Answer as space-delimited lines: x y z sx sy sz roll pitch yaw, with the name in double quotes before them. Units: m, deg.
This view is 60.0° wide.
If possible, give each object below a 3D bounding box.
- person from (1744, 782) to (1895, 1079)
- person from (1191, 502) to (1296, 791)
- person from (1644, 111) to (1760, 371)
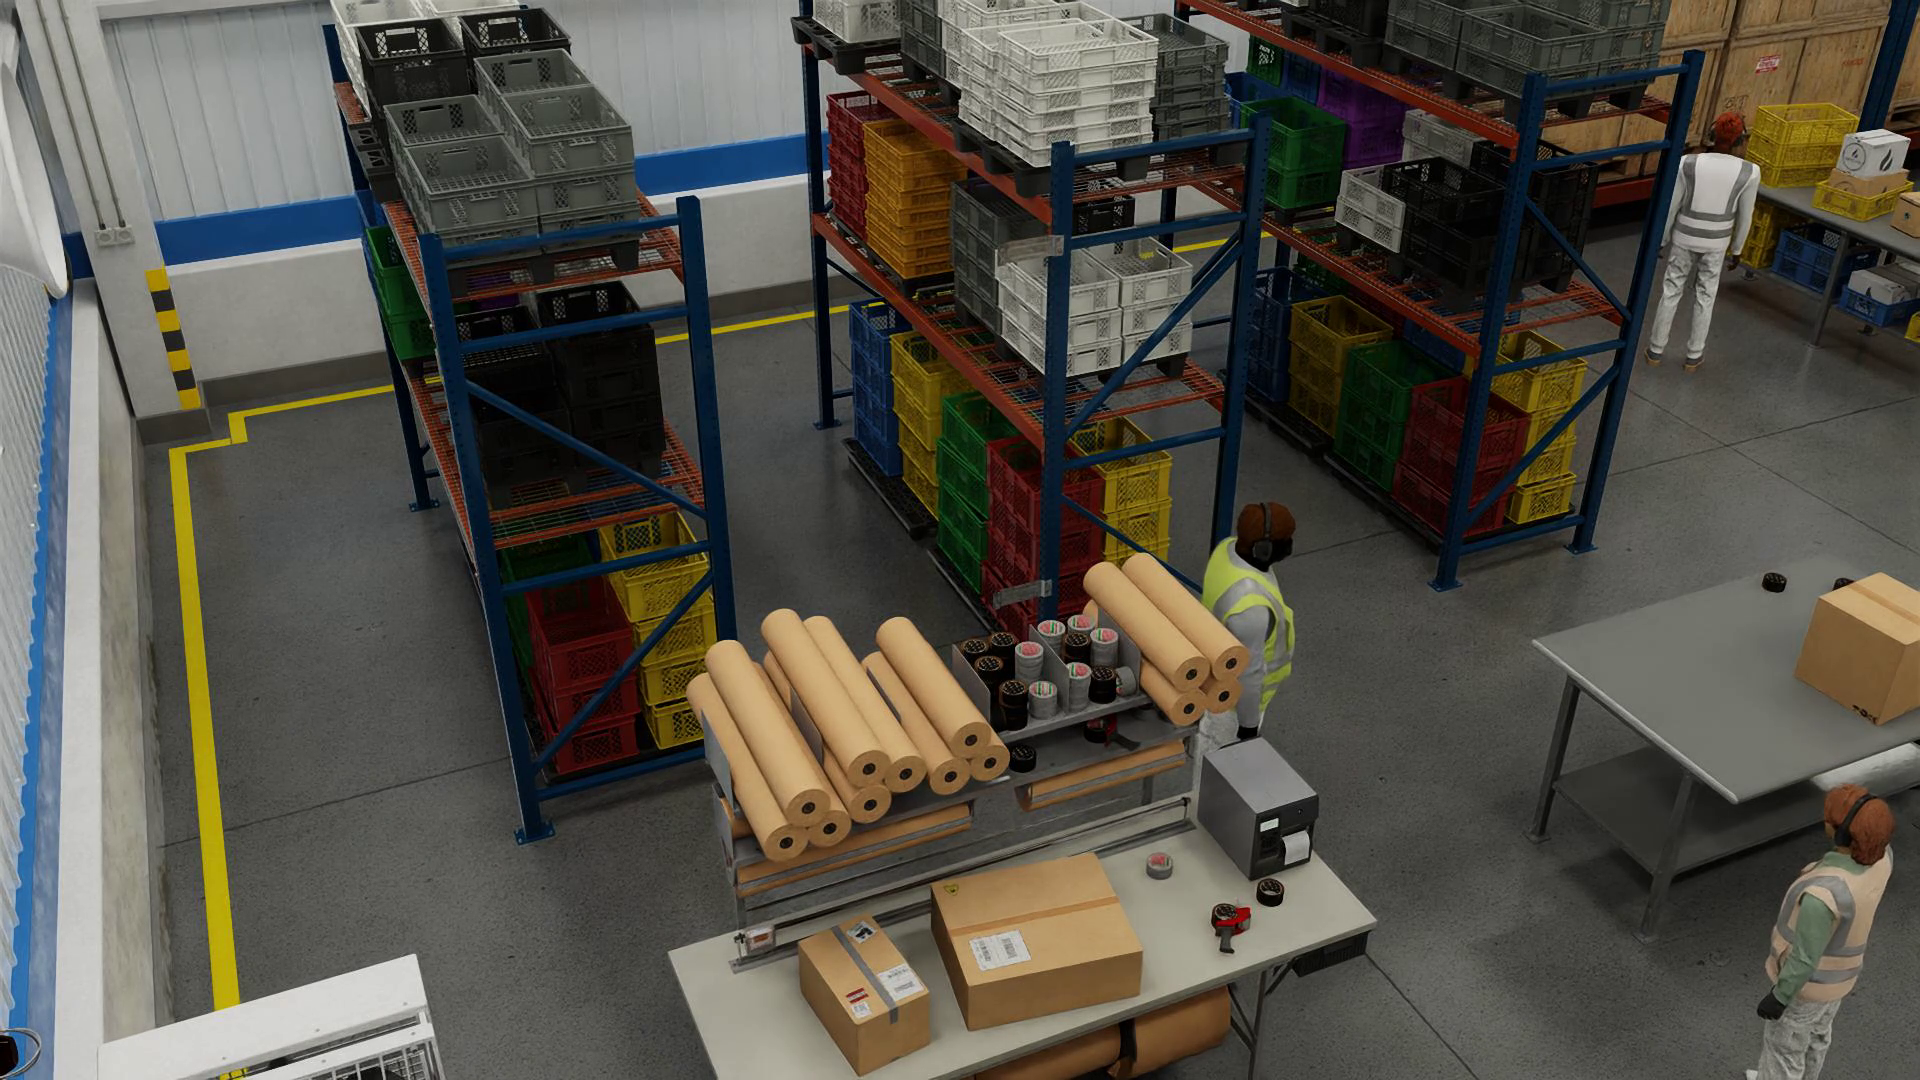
"person" 3.106 1.578 6.084 0.518 1.638 0.312 -24 39 -33
"person" 1.256 0.637 7.437 0.431 1.835 0.622 0 32 0
"person" 5.279 -2.120 11.860 0.587 1.882 0.342 13 34 20
